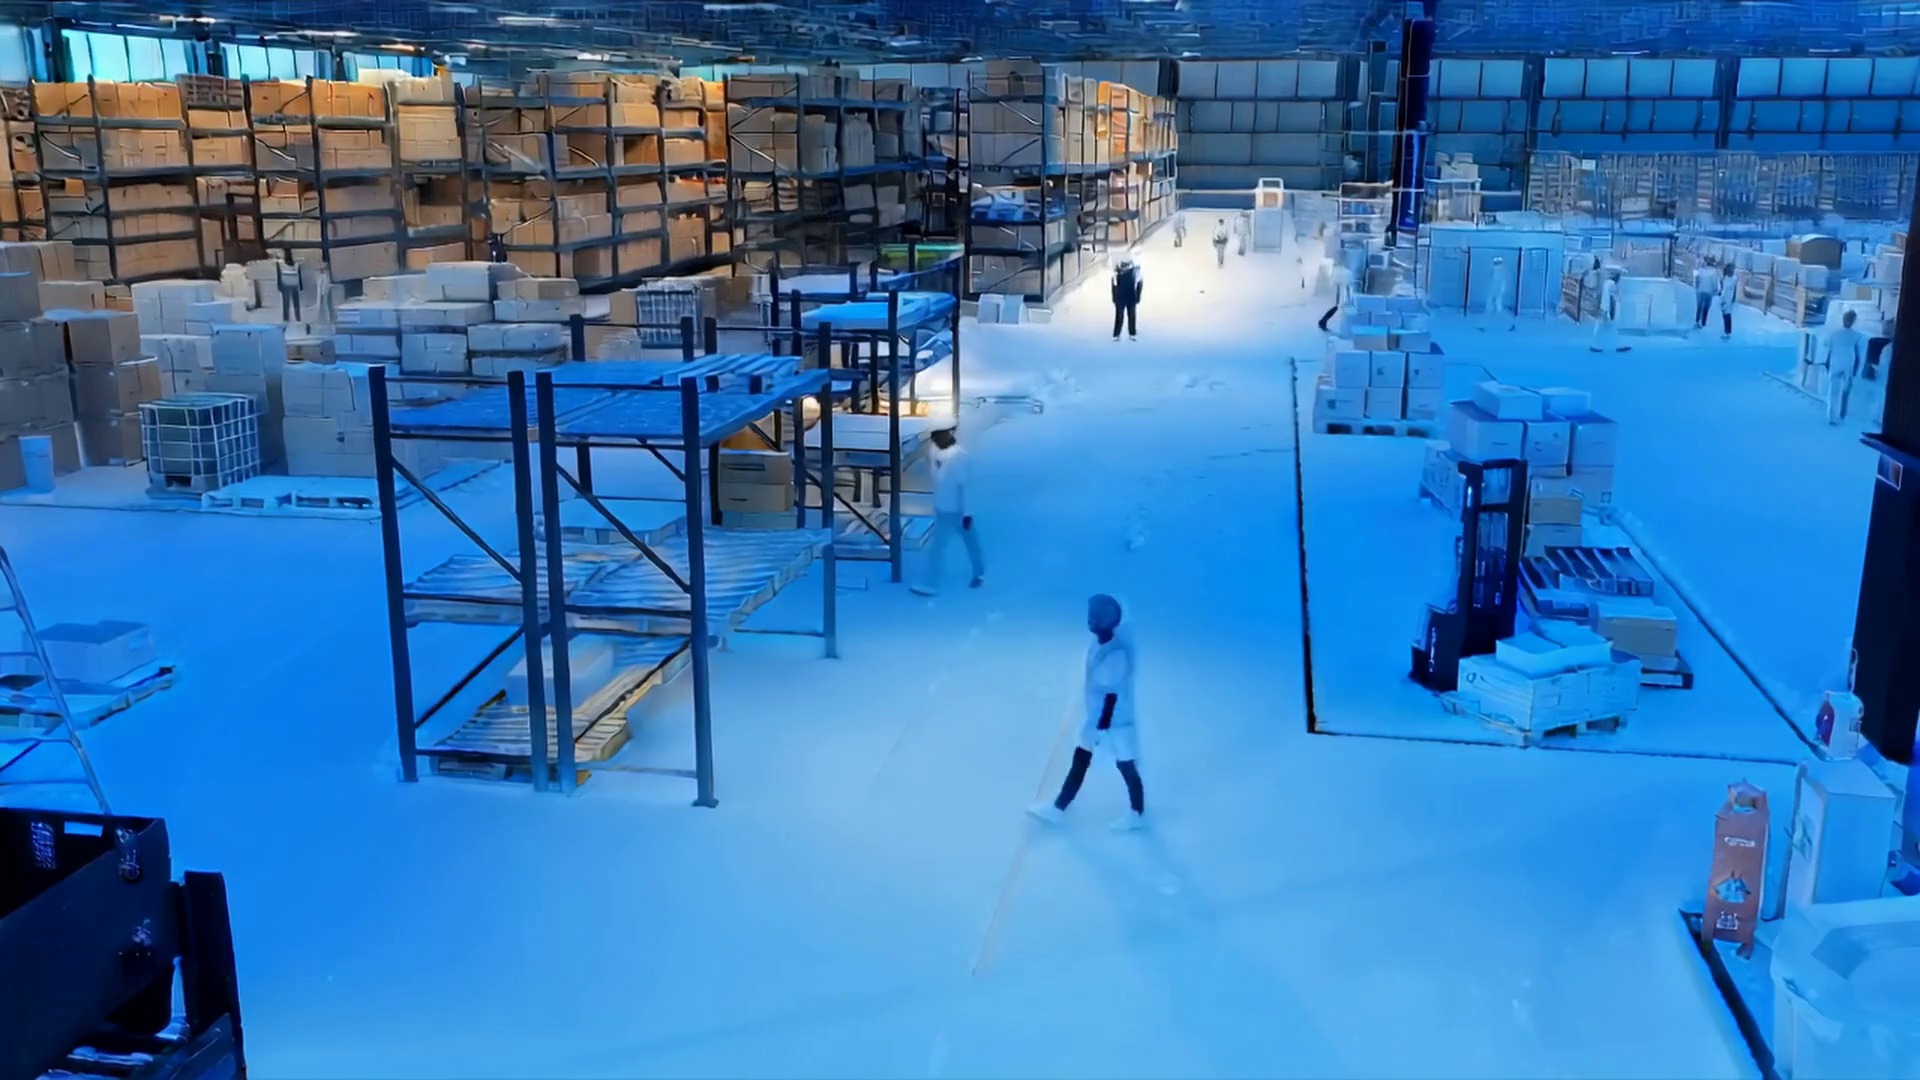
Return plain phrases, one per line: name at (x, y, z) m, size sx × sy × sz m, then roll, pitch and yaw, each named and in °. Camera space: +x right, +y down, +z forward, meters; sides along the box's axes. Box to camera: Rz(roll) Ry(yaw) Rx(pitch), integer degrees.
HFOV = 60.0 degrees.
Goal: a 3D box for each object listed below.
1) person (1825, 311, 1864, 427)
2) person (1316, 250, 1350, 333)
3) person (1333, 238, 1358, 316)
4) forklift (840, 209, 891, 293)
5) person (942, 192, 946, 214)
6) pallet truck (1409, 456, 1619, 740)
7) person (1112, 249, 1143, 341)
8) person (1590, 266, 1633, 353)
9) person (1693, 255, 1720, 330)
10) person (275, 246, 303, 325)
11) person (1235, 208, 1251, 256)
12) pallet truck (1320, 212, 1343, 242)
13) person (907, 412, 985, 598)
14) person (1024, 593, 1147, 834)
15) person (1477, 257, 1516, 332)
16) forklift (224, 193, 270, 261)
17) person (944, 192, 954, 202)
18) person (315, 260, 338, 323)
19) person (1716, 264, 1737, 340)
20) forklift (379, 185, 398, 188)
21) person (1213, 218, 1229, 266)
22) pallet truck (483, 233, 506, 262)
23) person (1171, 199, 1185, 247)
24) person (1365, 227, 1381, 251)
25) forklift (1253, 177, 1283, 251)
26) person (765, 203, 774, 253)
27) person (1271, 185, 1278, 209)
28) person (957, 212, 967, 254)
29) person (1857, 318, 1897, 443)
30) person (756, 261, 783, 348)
person at (13.960, -2.684, 26.266) m, size 0.503 × 1.846 × 0.763 m, roll 7°, pitch 15°, yaw 25°
person at (8.720, -5.717, 38.375) m, size 0.871 × 1.936 × 0.610 m, roll 0°, pitch 14°, yaw 0°
person at (9.704, -6.614, 41.922) m, size 0.665 × 1.965 × 0.727 m, roll -10°, pitch 17°, yaw -35°
forklift at (-2.314, -6.363, 39.038) m, size 1.129 × 2.768 × 1.873 m, roll 3°, pitch 14°, yaw 10°
person at (-0.845, -19.049, 93.121) m, size 0.363 × 1.627 × 0.514 m, roll 3°, pitch 14°, yaw 13°
pallet truck at (4.504, 0.400, 13.395) m, size 0.823 × 1.965 × 1.885 m, roll -6°, pitch 15°, yaw -23°
person at (3.695, -5.451, 37.065) m, size 0.677 × 2.000 × 0.536 m, roll 5°, pitch 15°, yaw 18°
person at (13.785, -4.863, 35.129) m, size 0.879 × 1.818 × 0.525 m, roll -1°, pitch 14°, yaw -6°
person at (17.570, -5.815, 39.136) m, size 0.553 × 1.737 × 0.739 m, roll 4°, pitch 14°, yaw 17°
person at (-16.199, -6.157, 40.205) m, size 0.594 × 1.910 × 0.384 m, roll -11°, pitch 17°, yaw -37°
person at (10.592, -11.537, 62.309) m, size 0.623 × 1.780 × 0.935 m, roll 2°, pitch 14°, yaw 6°
pallet truck at (15.874, -13.227, 70.310) m, size 0.680 × 1.201 × 1.601 m, roll 10°, pitch 17°, yaw 35°
person at (-0.087, -0.355, 16.743) m, size 1.001 × 1.855 × 0.715 m, roll -12°, pitch 18°, yaw -40°
person at (0.874, 1.168, 10.967) m, size 0.843 × 1.648 × 0.552 m, roll -3°, pitch 14°, yaw -12°
person at (12.568, -5.707, 38.748) m, size 0.844 × 1.734 × 0.522 m, roll 12°, pitch 18°, yaw 40°
forklift at (-20.766, -8.676, 48.430) m, size 1.129 × 2.768 × 1.873 m, roll 3°, pitch 14°, yaw 10°
person at (-0.578, -18.063, 88.606) m, size 0.558 × 1.886 × 0.988 m, roll 1°, pitch 14°, yaw 3°
person at (-15.001, -5.841, 39.542) m, size 0.841 × 1.591 × 0.515 m, roll -2°, pitch 14°, yaw -9°
person at (17.269, -5.351, 37.388) m, size 0.321 × 1.692 × 0.540 m, roll 2°, pitch 14°, yaw 8°
forklift at (-19.264, -10.587, 56.187) m, size 1.129 × 2.768 × 1.873 m, roll 3°, pitch 14°, yaw 10°
person at (9.060, -10.360, 57.780) m, size 0.545 × 1.643 × 0.873 m, roll 0°, pitch 14°, yaw 1°
pallet truck at (-11.832, -7.026, 43.548) m, size 1.885 × 1.965 × 0.823 m, roll 8°, pitch 16°, yaw 28°
person at (8.845, -12.857, 67.383) m, size 0.564 × 1.919 × 0.501 m, roll 2°, pitch 14°, yaw 10°
person at (14.089, -10.058, 56.716) m, size 0.542 × 1.584 × 0.873 m, roll 8°, pitch 16°, yaw 31°
forklift at (12.083, -12.747, 64.956) m, size 1.129 × 2.768 × 1.873 m, roll 3°, pitch 14°, yaw 10°
person at (-7.278, -12.019, 64.039) m, size 0.454 × 1.896 × 0.669 m, roll -2°, pitch 14°, yaw -10°
person at (15.926, -17.071, 84.490) m, size 0.802 × 1.923 × 0.615 m, roll 13°, pitch 19°, yaw 43°
person at (0.022, -11.669, 63.230) m, size 0.845 × 1.592 × 0.506 m, roll -10°, pitch 17°, yaw -36°
person at (13.641, -2.364, 24.811) m, size 0.532 × 1.898 × 0.626 m, roll 1°, pitch 14°, yaw 2°
person at (-4.132, -5.107, 36.059) m, size 0.579 × 1.850 × 0.940 m, roll 1°, pitch 14°, yaw 3°
